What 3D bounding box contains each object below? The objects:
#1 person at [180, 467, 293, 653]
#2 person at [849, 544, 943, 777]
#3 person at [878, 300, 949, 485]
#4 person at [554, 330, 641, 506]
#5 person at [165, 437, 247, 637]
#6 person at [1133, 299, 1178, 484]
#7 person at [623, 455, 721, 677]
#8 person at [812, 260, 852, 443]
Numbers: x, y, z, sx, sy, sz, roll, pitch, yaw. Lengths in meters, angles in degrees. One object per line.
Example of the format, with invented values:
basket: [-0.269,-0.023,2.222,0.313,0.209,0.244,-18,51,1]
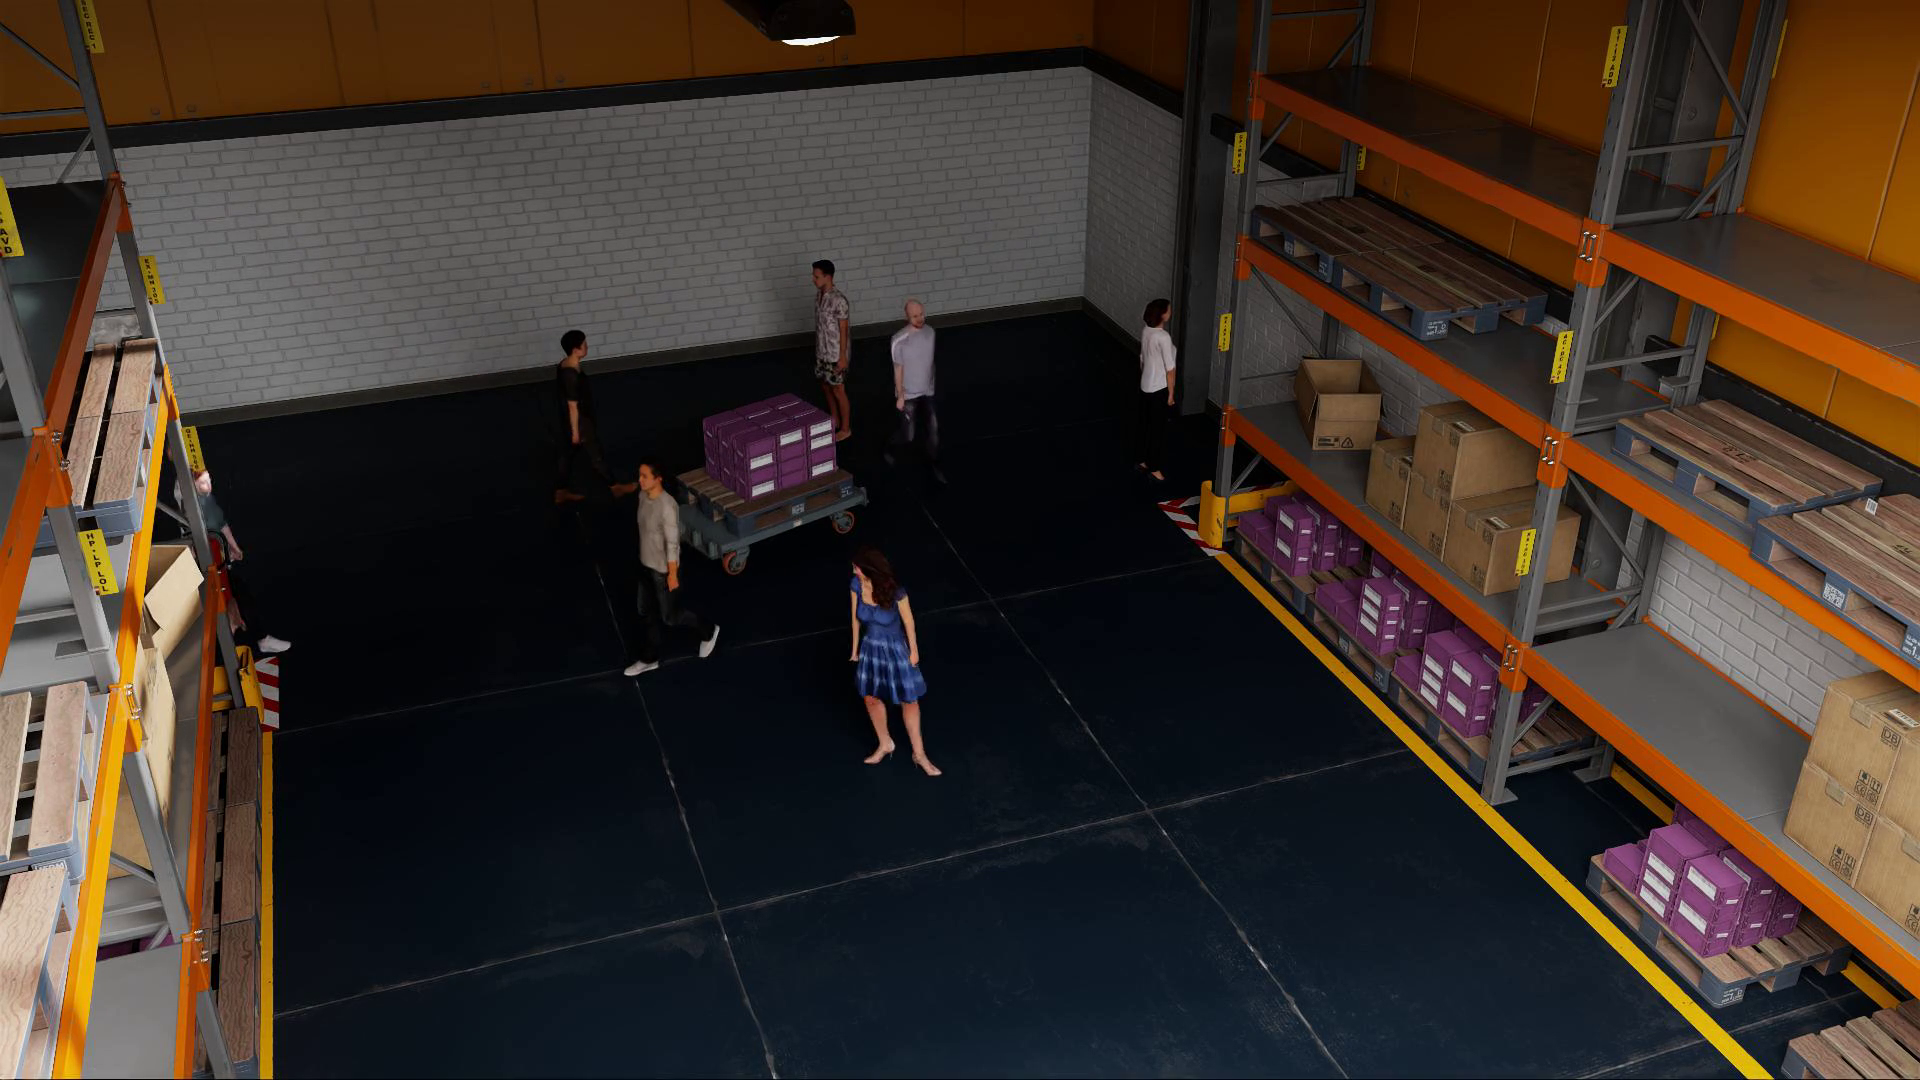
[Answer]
person: [-5.764,0.192,12.629,0.817,1.697,1.156,-6,29,-11]
person: [-0.453,0.842,11.351,0.854,1.779,0.923,8,30,14]
person: [-0.477,-1.384,15.398,0.872,1.810,1.050,-24,37,-37]
person: [-3.515,-1.060,14.946,0.708,1.675,0.950,-11,31,-20]
person: [-5.898,-0.043,12.980,0.697,1.773,0.558,-11,30,-19]
person: [1.797,-1.385,15.418,0.702,1.794,0.500,-15,32,-25]
person: [-2.196,0.173,12.563,0.937,1.791,1.051,-21,35,-33]
person: [-1.232,-1.877,16.304,0.796,1.809,0.617,-19,34,-30]
